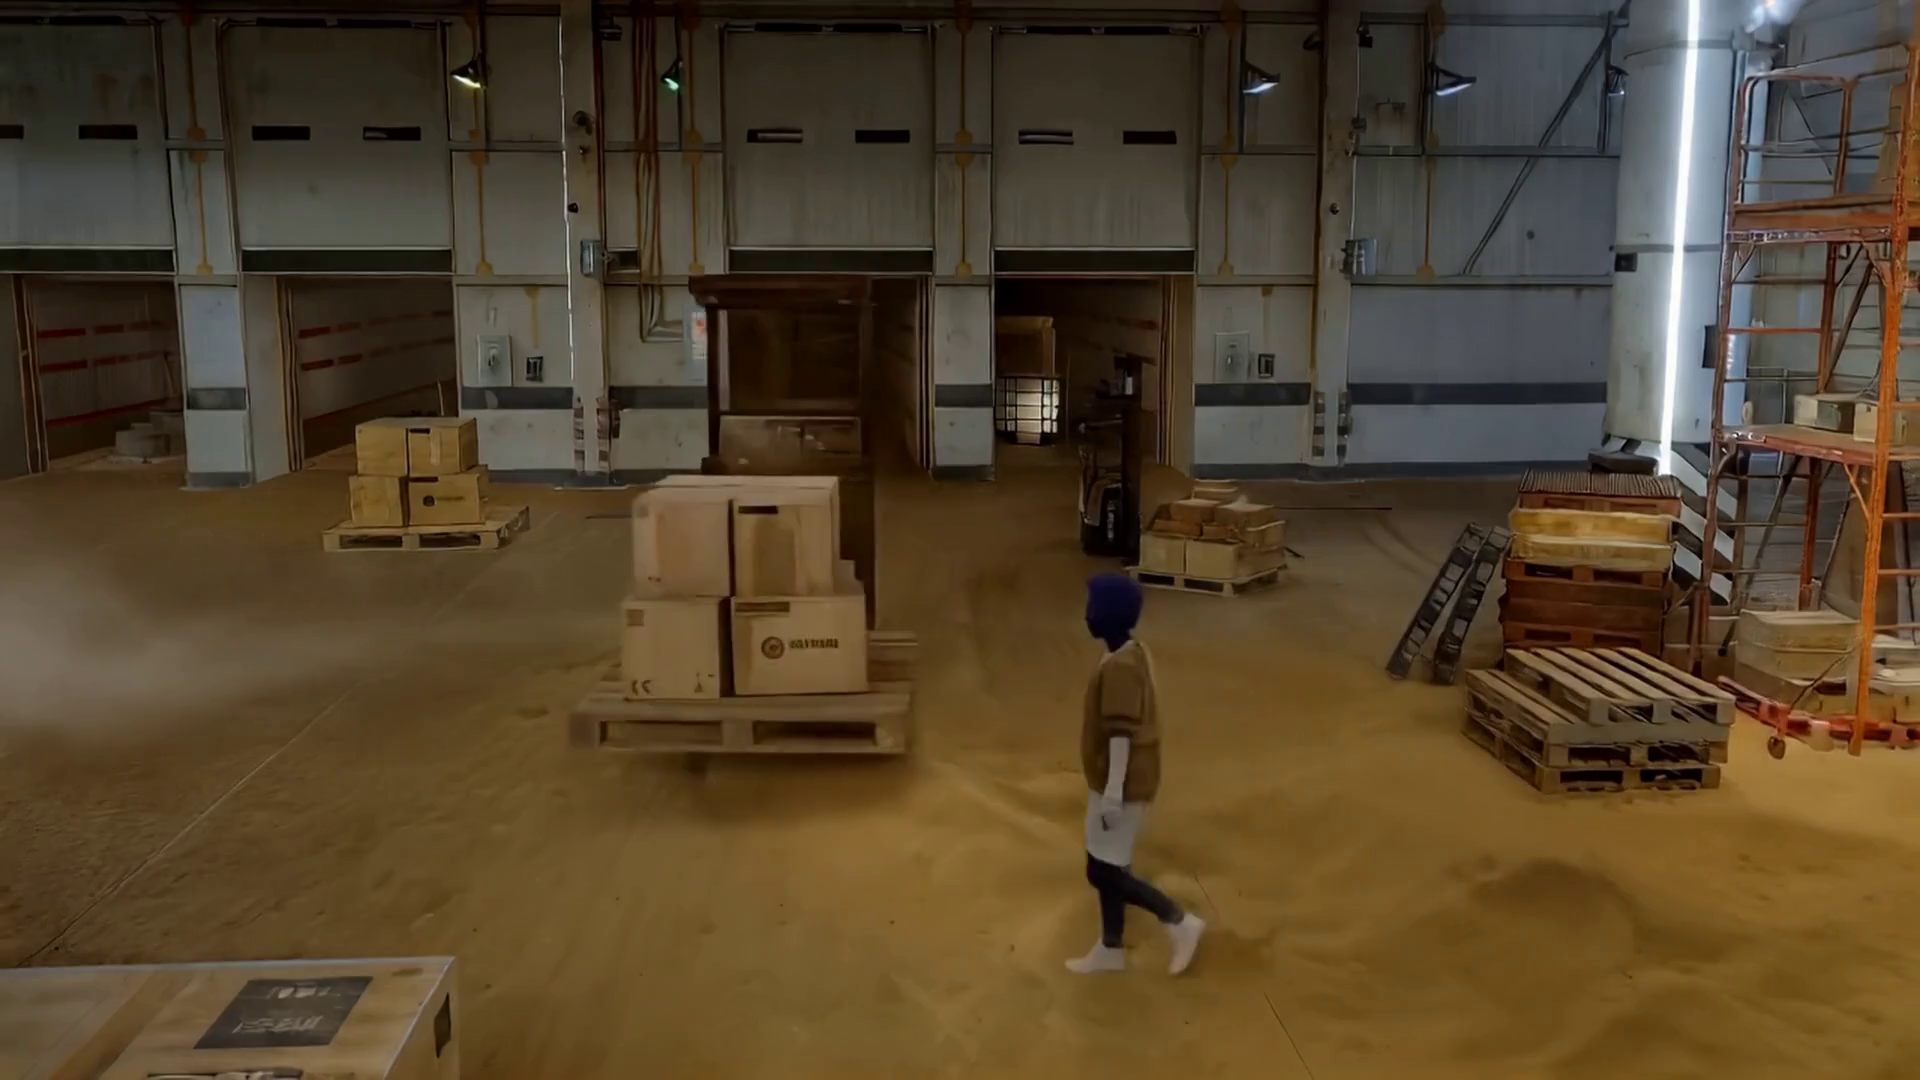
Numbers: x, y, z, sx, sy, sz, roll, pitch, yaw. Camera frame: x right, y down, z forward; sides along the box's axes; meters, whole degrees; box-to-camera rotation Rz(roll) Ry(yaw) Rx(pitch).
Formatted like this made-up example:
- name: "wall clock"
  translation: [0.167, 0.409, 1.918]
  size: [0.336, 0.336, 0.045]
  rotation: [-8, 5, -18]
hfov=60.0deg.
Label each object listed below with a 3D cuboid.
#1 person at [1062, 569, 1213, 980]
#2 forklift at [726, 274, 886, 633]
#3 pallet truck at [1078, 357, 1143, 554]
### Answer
- name: "person"
  translation: [0.688, 0.948, 6.535]
  size: [0.500, 1.677, 0.544]
  rotation: [0, 9, 3]
- name: "forklift"
  translation: [-1.104, -0.413, 11.340]
  size: [1.129, 2.768, 1.873]
  rotation: [0, 9, 0]
- name: "pallet truck"
  translation: [2.088, -0.836, 16.757]
  size: [1.885, 1.965, 0.823]
  rotation: [2, 9, 13]
